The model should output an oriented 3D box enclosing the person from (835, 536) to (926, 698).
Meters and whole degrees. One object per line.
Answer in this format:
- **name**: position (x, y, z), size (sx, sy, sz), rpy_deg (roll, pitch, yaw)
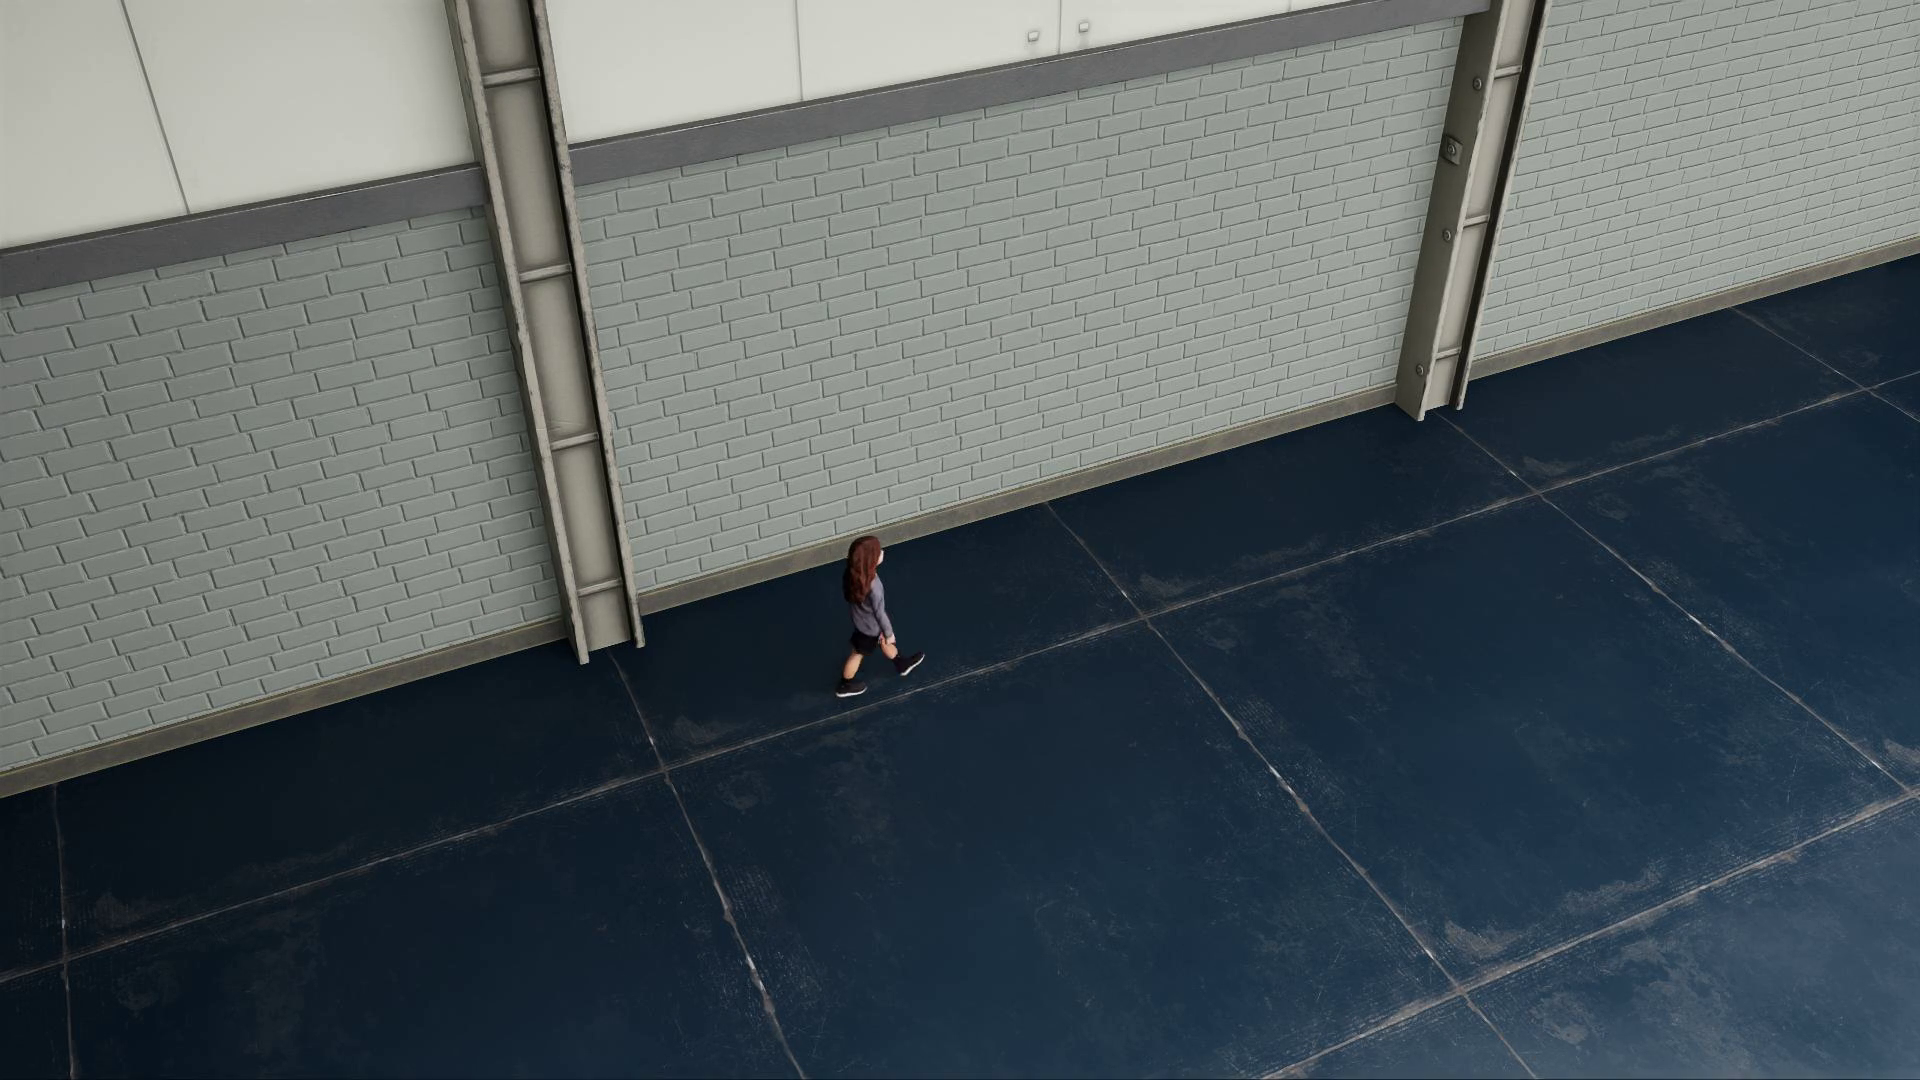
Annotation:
- **person**: position (-0.559, 0.443, 9.181), size (0.779, 1.080, 0.537), rpy_deg (-12, 40, -15)
